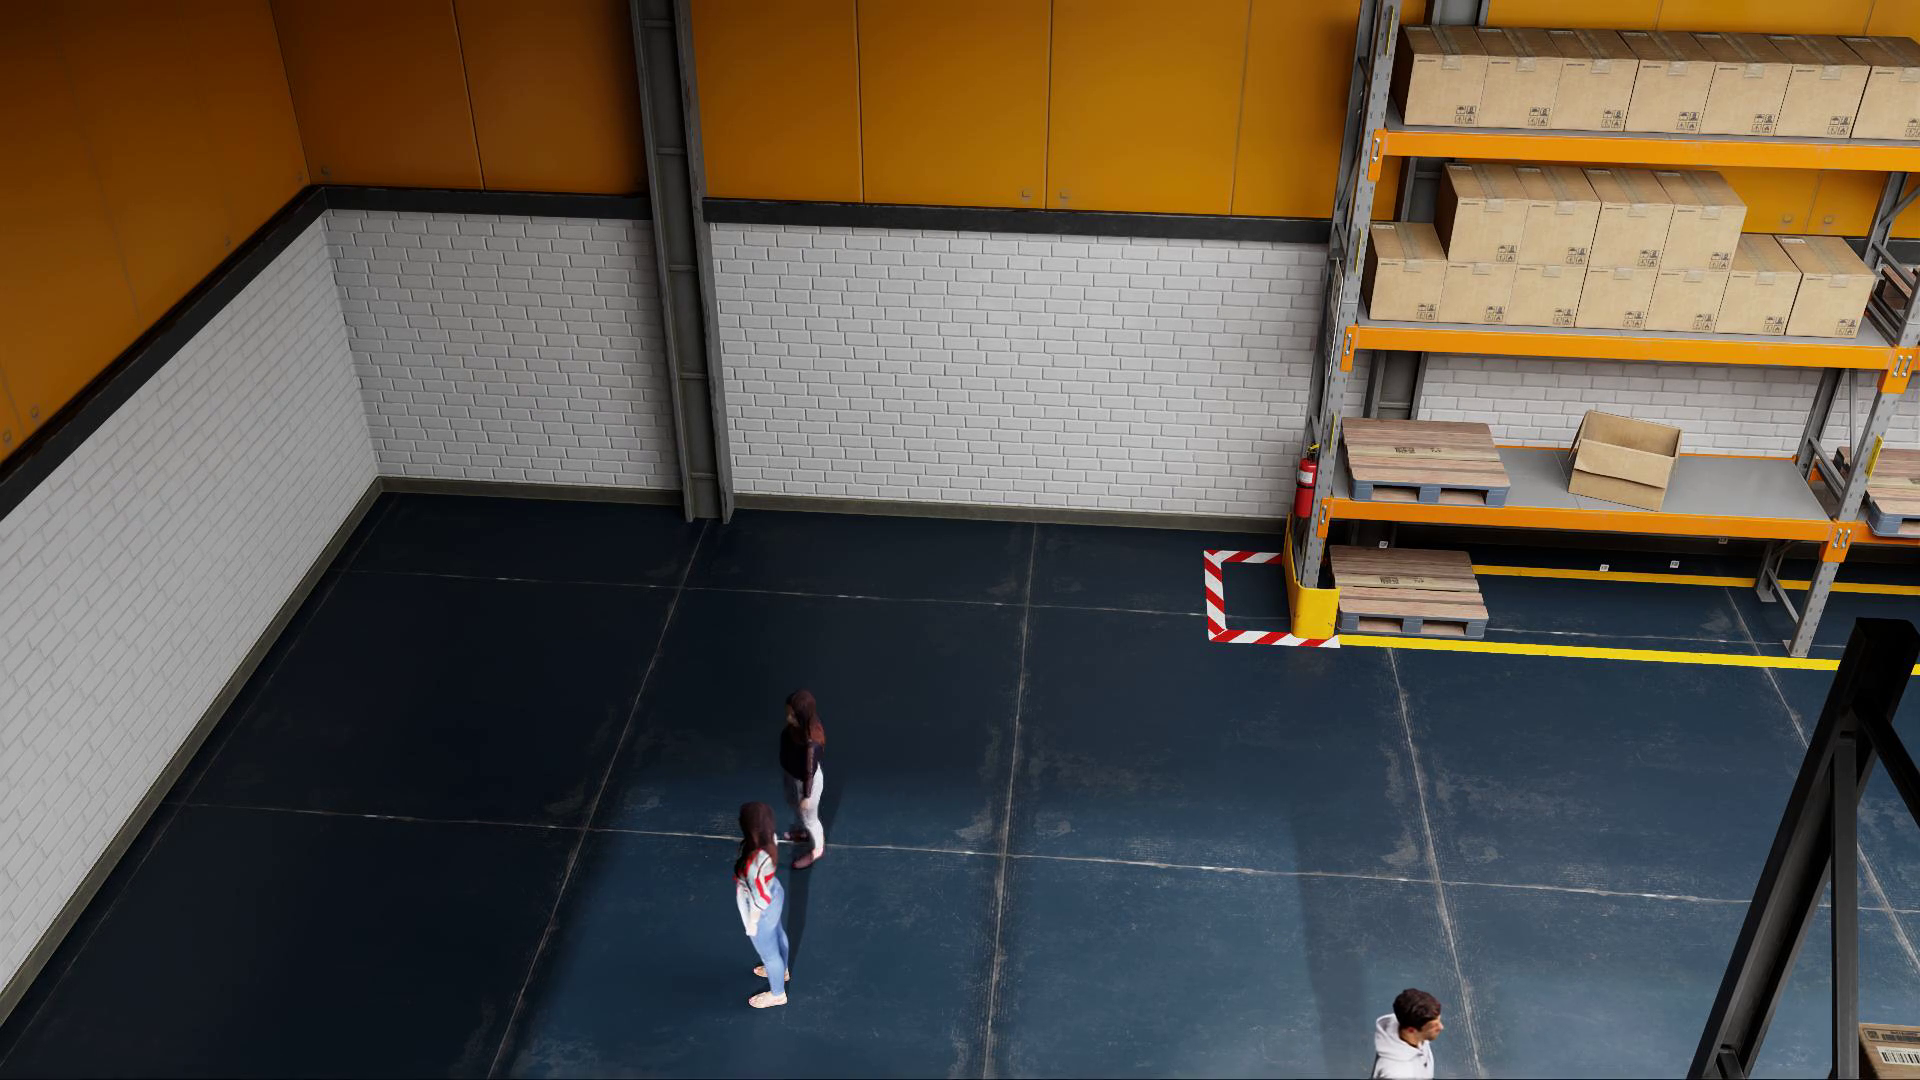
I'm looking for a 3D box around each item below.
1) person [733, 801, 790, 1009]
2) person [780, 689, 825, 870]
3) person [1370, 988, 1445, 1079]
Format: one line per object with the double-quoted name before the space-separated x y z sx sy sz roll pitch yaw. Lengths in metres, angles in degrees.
"person" -1.199 2.219 10.199 0.491 1.614 0.577 2 34 3
"person" -1.049 1.597 11.160 0.680 1.586 0.767 -3 34 -4
"person" 2.224 3.037 8.682 0.649 1.929 0.716 8 35 12
